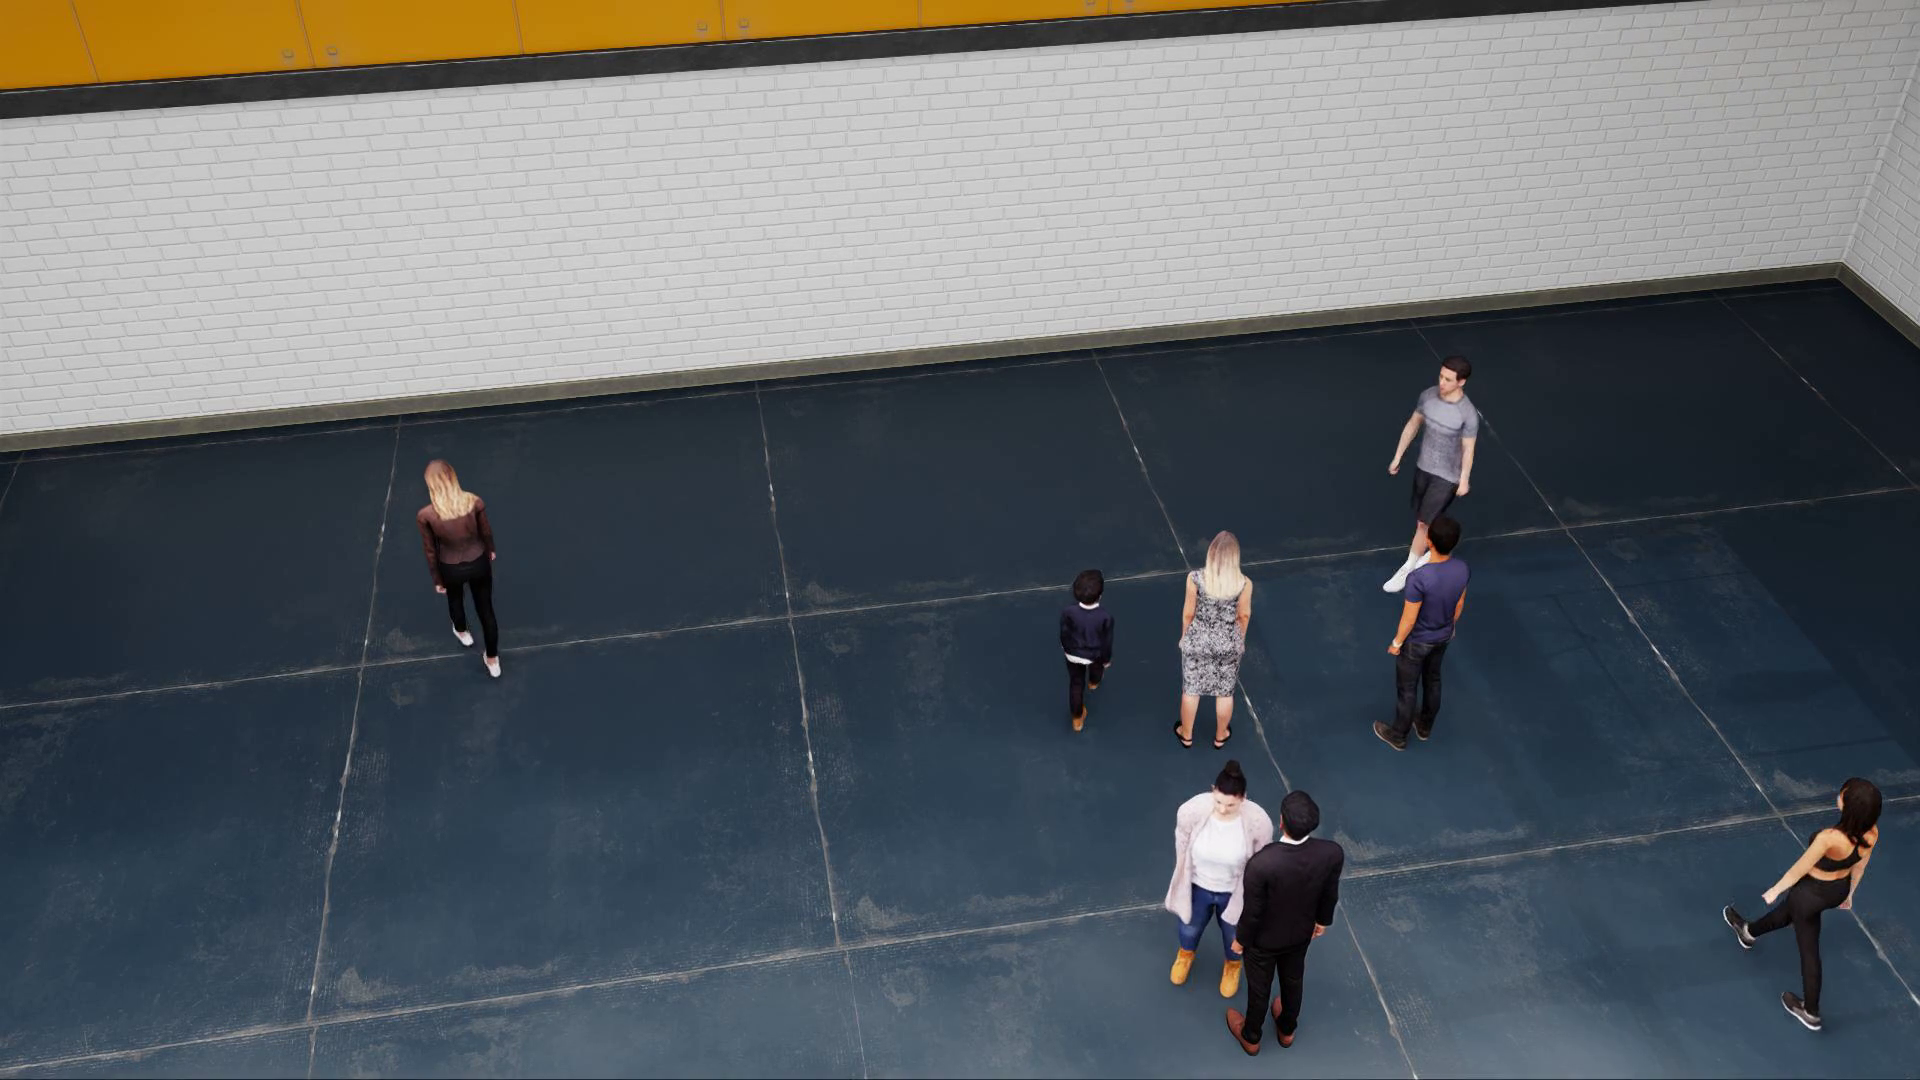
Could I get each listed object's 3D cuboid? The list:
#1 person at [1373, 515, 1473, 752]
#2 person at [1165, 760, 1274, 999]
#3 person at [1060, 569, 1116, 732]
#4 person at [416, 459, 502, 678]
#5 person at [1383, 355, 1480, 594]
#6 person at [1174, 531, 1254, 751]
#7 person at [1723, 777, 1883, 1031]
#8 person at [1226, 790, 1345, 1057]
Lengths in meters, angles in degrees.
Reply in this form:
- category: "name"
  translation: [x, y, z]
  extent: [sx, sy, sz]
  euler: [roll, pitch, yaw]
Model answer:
- category: "person"
  translation: [2.957, 0.603, 10.549]
  extent: [0.704, 1.788, 0.623]
  euler: [-16, 41, -19]
- category: "person"
  translation: [1.421, 1.817, 9.067]
  extent: [0.789, 1.740, 0.794]
  euler: [10, 40, 13]
- category: "person"
  translation: [0.814, 0.739, 10.850]
  extent: [0.692, 1.199, 0.883]
  euler: [7, 39, 9]
- category: "person"
  translation: [-3.278, 0.239, 11.090]
  extent: [0.726, 1.681, 0.913]
  euler: [-14, 41, -17]
- category: "person"
  translation: [3.508, -0.532, 11.922]
  extent: [0.948, 1.848, 0.985]
  euler: [-20, 43, -23]
- category: "person"
  translation: [1.596, 0.659, 10.547]
  extent: [0.629, 1.703, 0.595]
  euler: [5, 39, 7]
- category: "person"
  translation: [4.670, 1.983, 8.972]
  extent: [0.692, 1.600, 1.097]
  euler: [-12, 40, -15]
- category: "person"
  translation: [1.675, 2.021, 8.699]
  extent: [0.720, 1.881, 0.573]
  euler: [-10, 40, -12]
